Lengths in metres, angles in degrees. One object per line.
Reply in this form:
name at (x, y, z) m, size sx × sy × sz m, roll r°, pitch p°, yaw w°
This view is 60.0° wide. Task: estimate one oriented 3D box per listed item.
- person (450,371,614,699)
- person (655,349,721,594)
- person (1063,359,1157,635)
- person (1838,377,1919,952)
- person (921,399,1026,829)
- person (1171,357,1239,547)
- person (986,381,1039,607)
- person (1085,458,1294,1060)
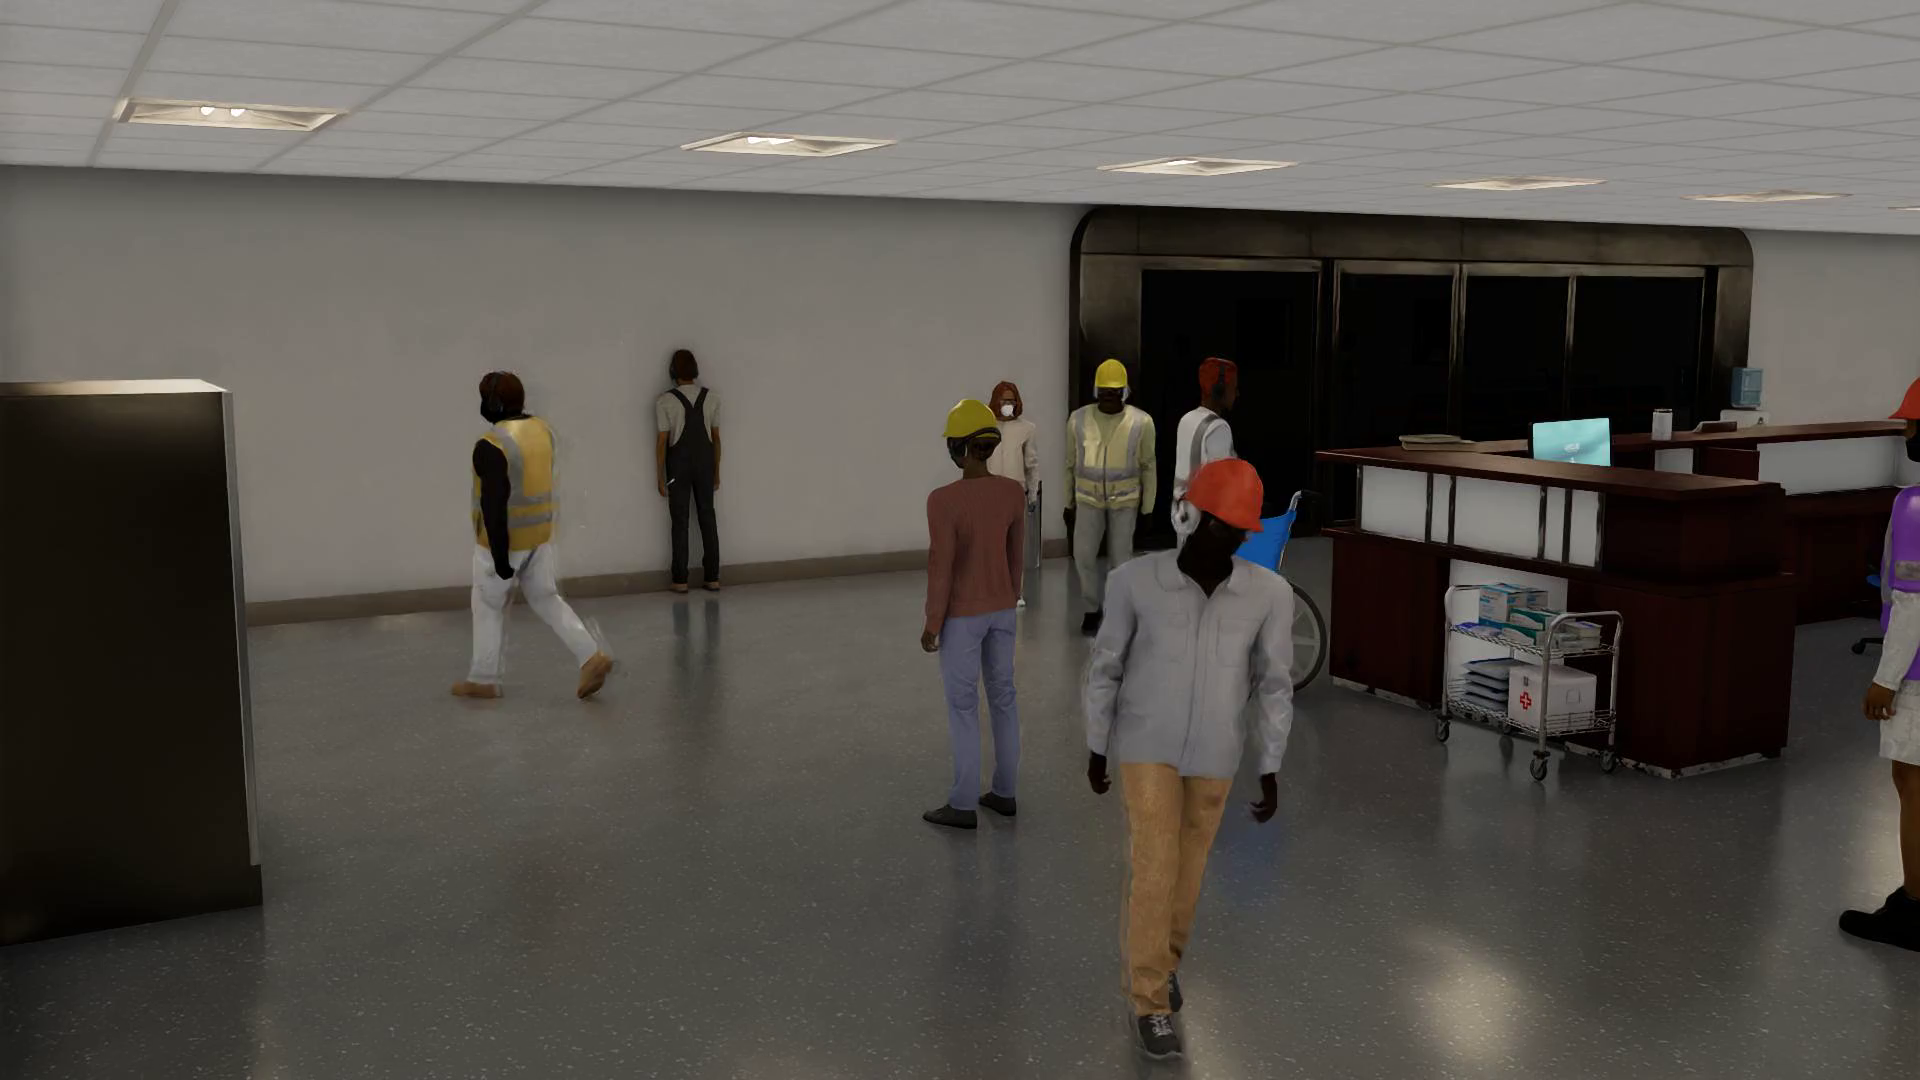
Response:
person at (-2.355, -0.011, 9.003) m, size 0.883 × 1.815 × 0.619 m, roll 3°, pitch 9°, yaw 22°
person at (-2.038, -0.509, 12.506) m, size 0.507 × 1.841 × 0.351 m, roll -4°, pitch 9°, yaw -27°
person at (0.961, -0.256, 10.719) m, size 0.617 × 1.814 × 0.433 m, roll 2°, pitch 8°, yaw 12°
person at (3.228, 0.398, 5.560) m, size 0.543 × 1.940 × 0.361 m, roll -5°, pitch 9°, yaw -30°
person at (0.052, 0.304, 6.872) m, size 0.525 × 1.769 × 0.308 m, roll -7°, pitch 11°, yaw -43°
person at (1.342, -0.063, 9.138) m, size 0.351 × 1.877 × 0.583 m, roll -1°, pitch 8°, yaw -10°
person at (0.311, -0.324, 11.929) m, size 0.506 × 1.628 × 0.286 m, roll -1°, pitch 8°, yaw -4°
person at (0.670, 0.611, 4.831) m, size 0.586 × 1.707 × 0.725 m, roll -1°, pitch 8°, yaw -4°
